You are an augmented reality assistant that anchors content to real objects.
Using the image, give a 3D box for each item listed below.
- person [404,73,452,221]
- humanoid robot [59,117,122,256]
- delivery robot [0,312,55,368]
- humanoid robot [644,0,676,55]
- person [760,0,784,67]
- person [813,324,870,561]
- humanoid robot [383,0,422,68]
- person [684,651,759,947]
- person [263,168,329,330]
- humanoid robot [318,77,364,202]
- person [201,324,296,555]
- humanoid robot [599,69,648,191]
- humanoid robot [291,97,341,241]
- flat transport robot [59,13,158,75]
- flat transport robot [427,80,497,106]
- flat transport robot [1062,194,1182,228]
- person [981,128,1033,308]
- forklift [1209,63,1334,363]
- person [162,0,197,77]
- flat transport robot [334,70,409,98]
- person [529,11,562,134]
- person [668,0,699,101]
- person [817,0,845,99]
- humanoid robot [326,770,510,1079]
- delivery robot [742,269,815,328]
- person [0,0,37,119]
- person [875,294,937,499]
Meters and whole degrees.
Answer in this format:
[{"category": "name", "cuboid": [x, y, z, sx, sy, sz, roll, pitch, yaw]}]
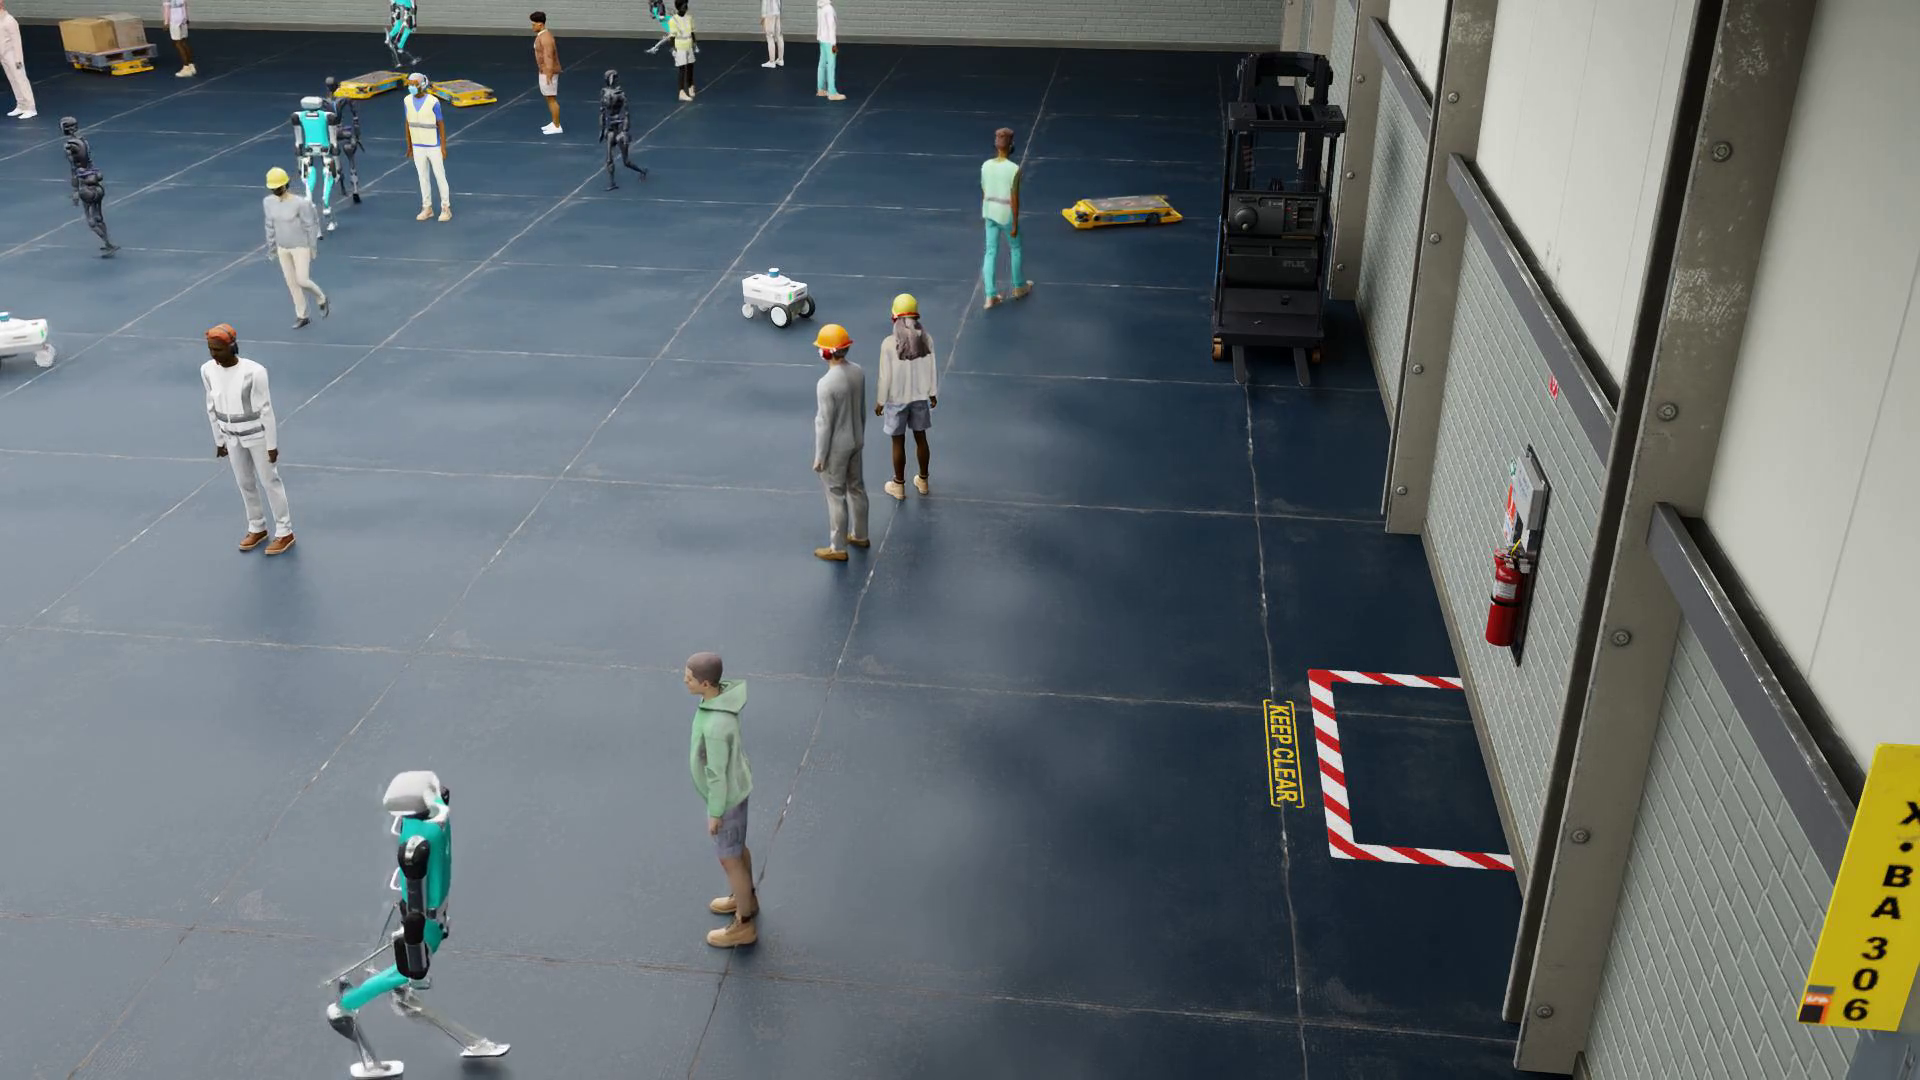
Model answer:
[{"category": "person", "cuboid": [-6.868, -5.068, 21.445, 0.542, 1.891, 0.383, 4, 27, 9]}, {"category": "humanoid robot", "cuboid": [-10.516, -4.291, 20.132, 0.447, 1.637, 0.588, -3, 27, -6]}, {"category": "delivery robot", "cuboid": [-9.626, -1.991, 16.814, 0.812, 0.611, 0.499, -10, 28, -20]}, {"category": "humanoid robot", "cuboid": [-5.637, -10.075, 31.623, 1.006, 1.721, 0.534, -16, 31, -29]}, {"category": "person", "cuboid": [-3.469, -9.701, 30.709, 0.399, 1.880, 0.498, 20, 33, 34]}, {"category": "person", "cuboid": [-0.929, -0.760, 12.854, 0.388, 1.888, 0.572, 16, 31, 29]}, {"category": "humanoid robot", "cuboid": [-10.180, -9.393, 30.248, 0.577, 1.722, 1.022, 8, 28, 16]}, {"category": "person", "cuboid": [-1.247, 1.357, 8.801, 0.315, 1.733, 0.478, -3, 27, -6]}, {"category": "person", "cuboid": [-7.096, -3.113, 17.698, 0.521, 1.747, 0.426, 7, 27, 13]}, {"category": "humanoid robot", "cuboid": [-8.345, -5.381, 22.346, 0.590, 1.634, 0.721, -11, 29, -20]}, {"category": "person", "cuboid": [-5.542, -0.782, 12.913, 0.565, 1.878, 0.353, 6, 27, 12]}, {"category": "humanoid robot", "cuboid": [-4.680, -5.673, 22.918, 0.600, 1.623, 0.695, 19, 32, 33]}, {"category": "humanoid robot", "cuboid": [-7.968, -4.540, 20.613, 0.545, 1.757, 1.041, -4, 27, -9]}, {"category": "flat transport robot", "cuboid": [-15.605, -8.757, 30.621, 1.431, 0.231, 0.659, 16, 31, 28]}, {"category": "flat transport robot", "cuboid": [-8.503, -7.627, 28.364, 0.659, 0.231, 1.431, -19, 32, -33]}, {"category": "flat transport robot", "cuboid": [2.113, -4.277, 21.676, 1.431, 0.231, 0.659, -6, 27, -12]}, {"category": "person", "cuboid": [0.521, -3.602, 18.450, 0.500, 1.944, 0.906, 15, 30, 27]}, {"category": "forklift", "cuboid": [3.241, -3.477, 17.183, 1.129, 2.768, 1.873, 3, 27, 6]}, {"category": "person", "cuboid": [-14.094, -9.365, 29.864, 0.383, 2.039, 0.619, 3, 27, 6]}, {"category": "flat transport robot", "cuboid": [-10.223, -7.934, 28.977, 0.659, 0.231, 1.431, 9, 28, 17]}, {"category": "person", "cuboid": [-6.422, -7.301, 25.957, 0.410, 1.843, 0.795, -10, 28, -19]}, {"category": "person", "cuboid": [-4.682, -8.326, 28.173, 0.377, 1.687, 0.538, 15, 30, 27]}, {"category": "person", "cuboid": [-2.229, -8.459, 28.201, 0.382, 1.916, 0.495, -12, 29, -23]}, {"category": "humanoid robot", "cuboid": [-2.708, 1.867, 7.806, 0.968, 1.757, 0.530, -2, 27, -3]}, {"category": "delivery robot", "cuboid": [-2.013, -2.663, 18.119, 0.766, 0.580, 0.499, 16, 31, 29]}, {"category": "person", "cuboid": [-15.365, -7.797, 26.877, 0.641, 1.908, 0.402, 20, 33, 35]}, {"category": "person", "cuboid": [-0.431, -1.182, 13.827, 0.555, 1.761, 0.402, -12, 29, -23]}]
